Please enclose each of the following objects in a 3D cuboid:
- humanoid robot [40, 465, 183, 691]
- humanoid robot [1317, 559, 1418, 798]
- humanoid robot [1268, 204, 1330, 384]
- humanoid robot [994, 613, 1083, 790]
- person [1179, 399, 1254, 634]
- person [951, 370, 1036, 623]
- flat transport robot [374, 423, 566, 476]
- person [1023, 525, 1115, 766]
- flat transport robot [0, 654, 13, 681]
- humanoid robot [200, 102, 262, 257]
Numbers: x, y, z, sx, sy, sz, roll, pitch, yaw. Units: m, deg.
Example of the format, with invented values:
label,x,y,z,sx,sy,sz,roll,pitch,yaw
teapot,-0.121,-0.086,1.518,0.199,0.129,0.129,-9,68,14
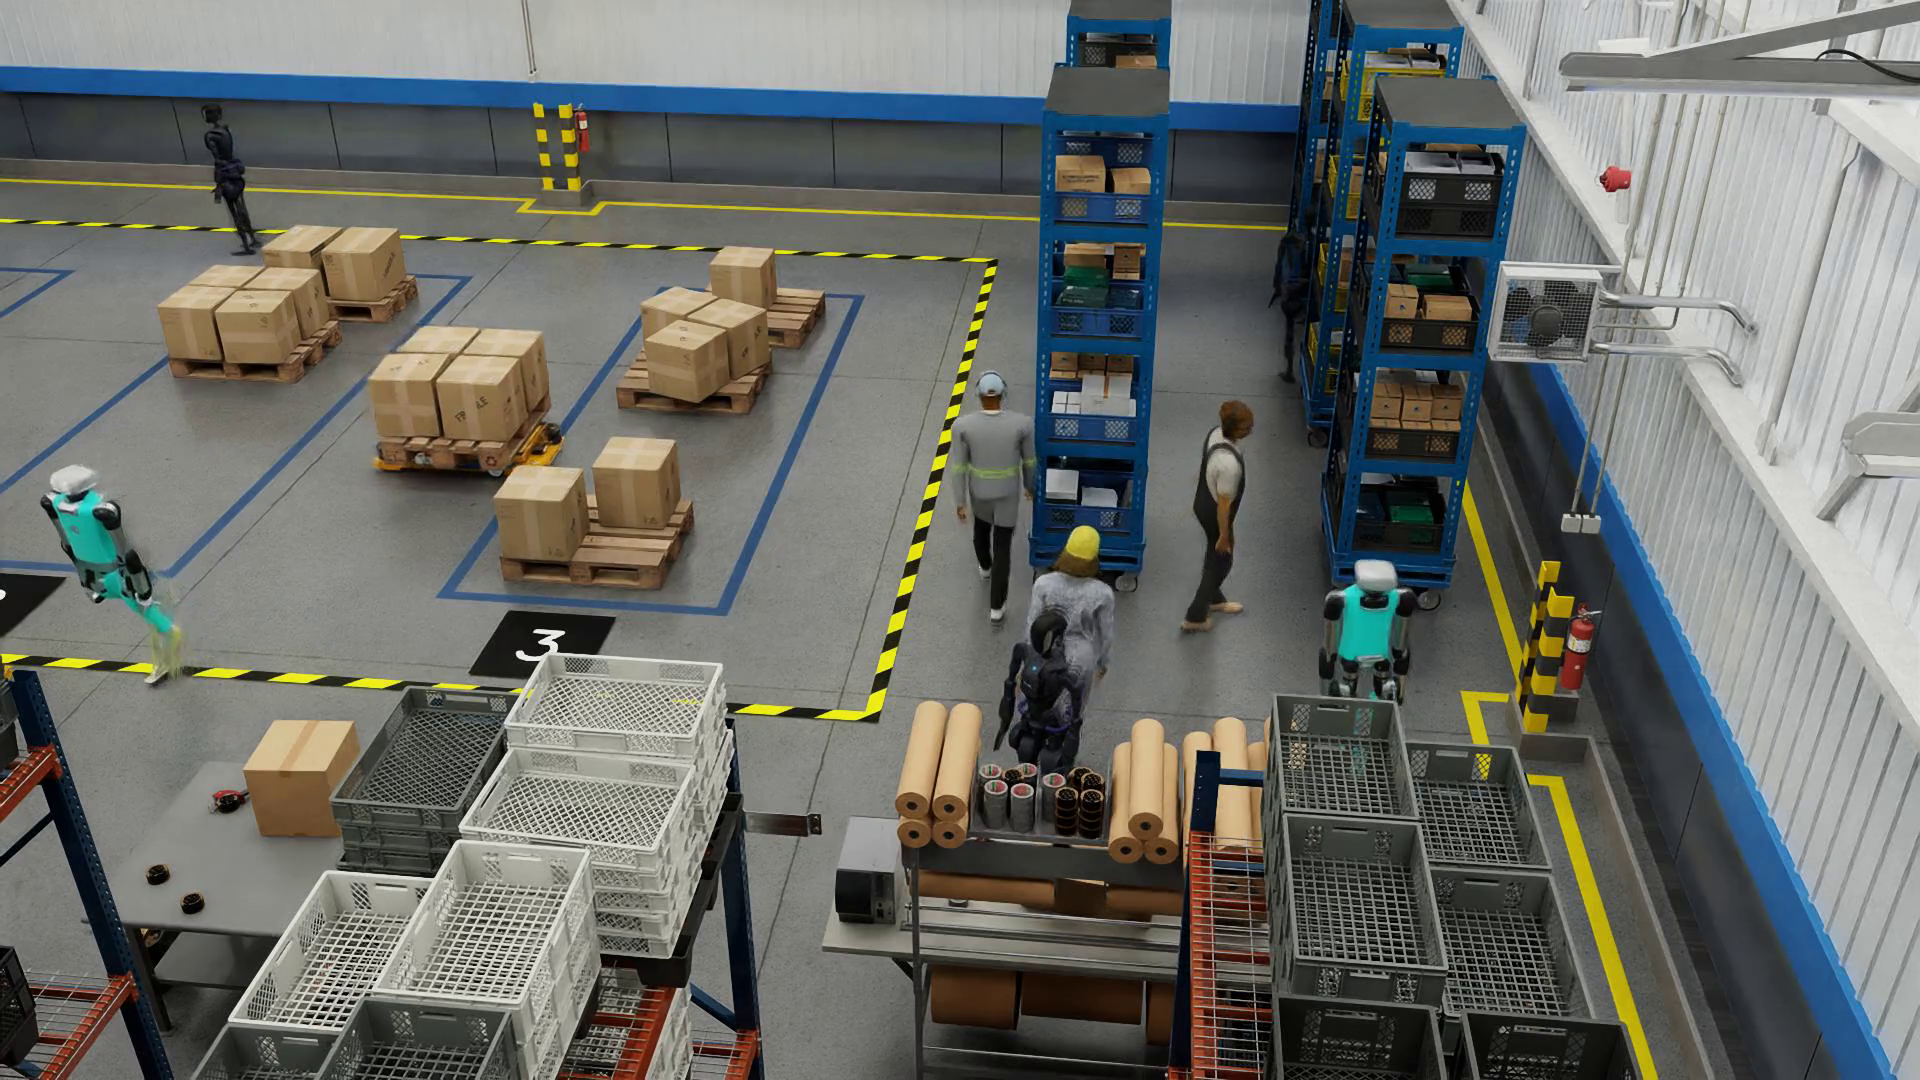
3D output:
label,x,y,z,sx,sy,sz,roll,pitch,yaw
humanoid robot,-5.379,0.250,10.858,0.539,1.845,0.766,9,31,14
humanoid robot,2.352,1.064,9.445,0.530,1.782,1.009,-2,30,-4
humanoid robot,3.114,-2.220,15.099,0.610,1.641,0.392,6,31,10
humanoid robot,0.412,1.140,9.305,0.437,1.648,0.601,-26,39,-37
person,1.792,-0.170,11.437,0.458,1.838,0.538,-3,30,-6
person,0.234,-0.353,11.762,0.588,1.805,0.978,4,30,7
flat transport robot,-4.123,-0.796,14.014,1.431,0.197,0.652,3,30,6
person,0.653,0.703,10.019,0.525,1.713,0.441,5,31,9
flat transport robot,-7.142,0.969,11.010,1.431,0.231,0.659,3,30,6
humanoid robot,-7.906,-3.902,17.960,0.315,1.657,0.599,-2,30,-4
